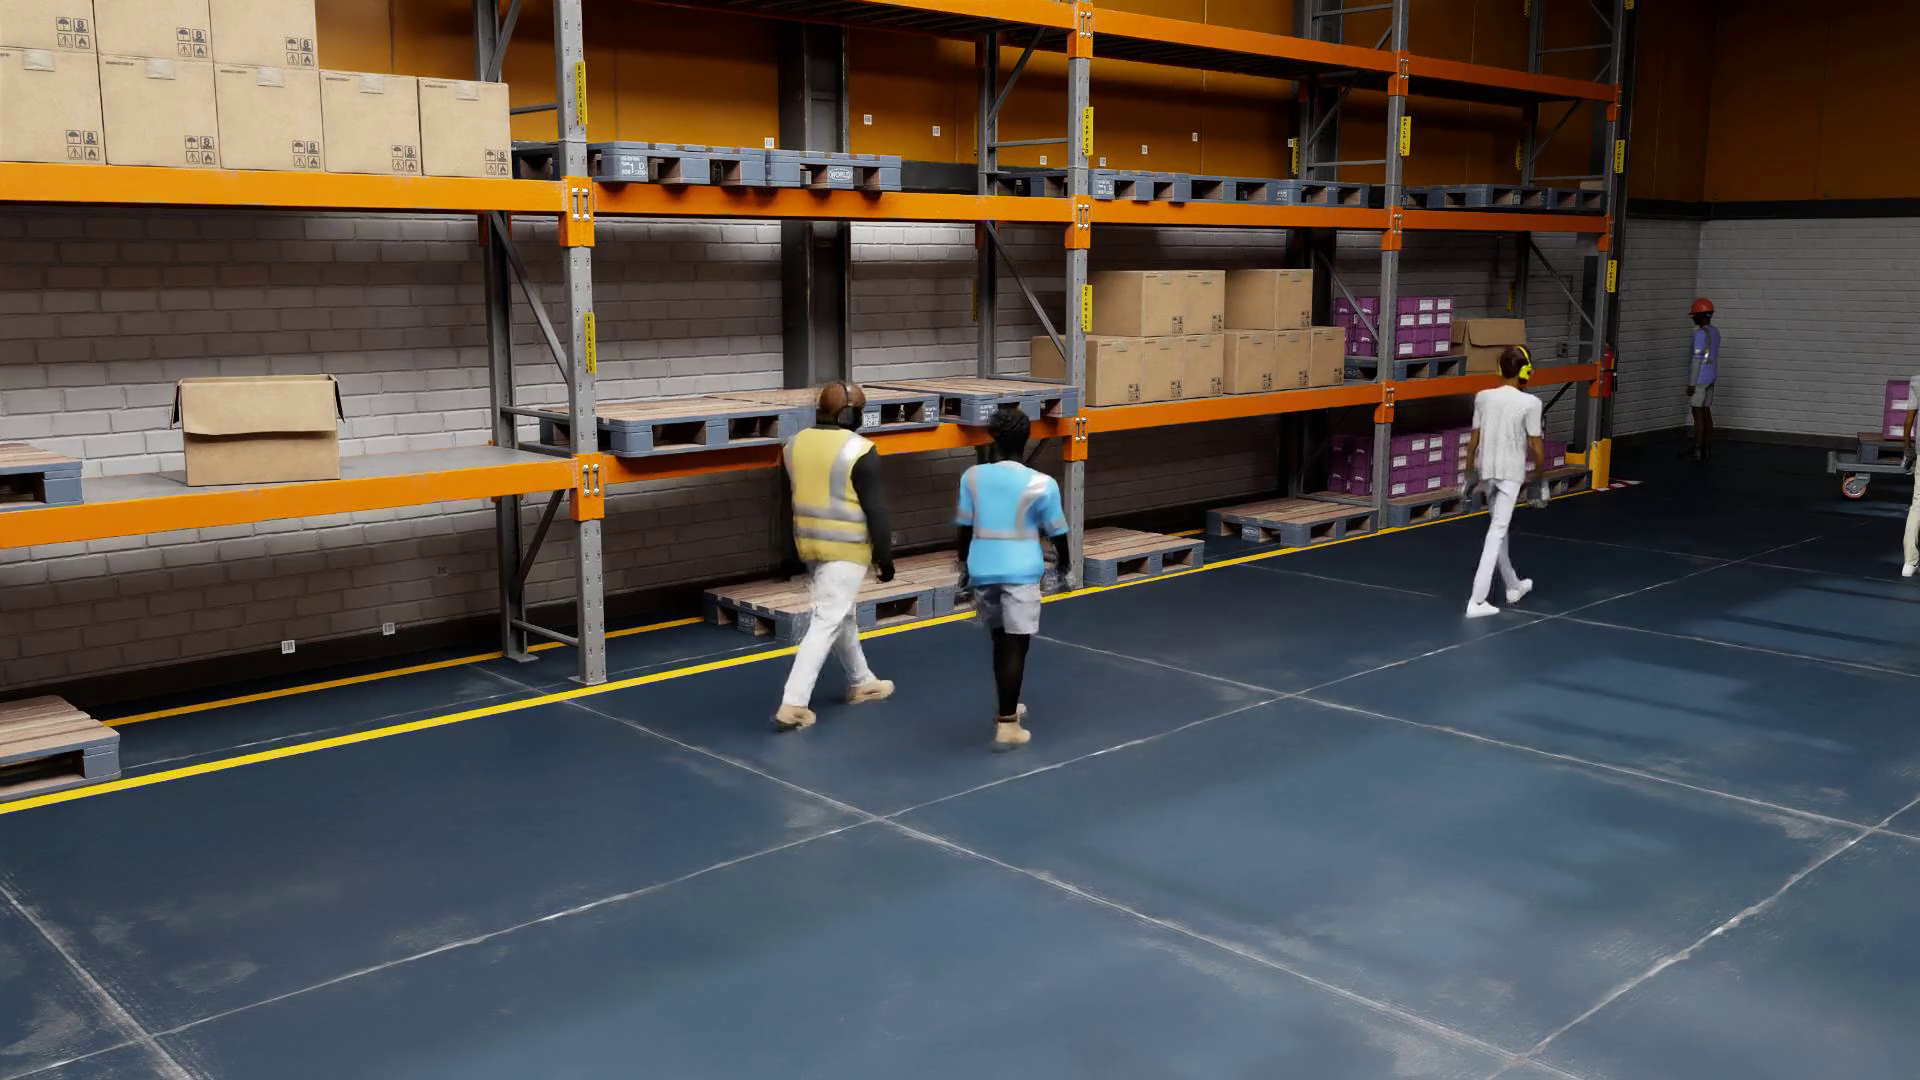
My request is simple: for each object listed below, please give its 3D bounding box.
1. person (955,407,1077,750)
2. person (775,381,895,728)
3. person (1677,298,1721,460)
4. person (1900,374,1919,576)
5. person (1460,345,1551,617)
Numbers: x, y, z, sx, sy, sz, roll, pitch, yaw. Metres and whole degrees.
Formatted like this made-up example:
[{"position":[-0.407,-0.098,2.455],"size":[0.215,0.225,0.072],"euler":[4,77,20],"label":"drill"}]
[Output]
[{"position":[0.293,0.174,8.339],"size":[0.551,1.674,0.669],"euler":[6,11,31],"label":"person"},{"position":[-0.670,0.061,8.730],"size":[0.632,1.793,0.976],"euler":[8,13,40],"label":"person"},{"position":[8.855,-1.921,19.922],"size":[0.380,1.929,0.543],"euler":[9,13,43],"label":"person"},{"position":[7.378,-0.628,12.526],"size":[0.313,1.866,0.538],"euler":[-7,12,-35],"label":"person"},{"position":[3.775,-0.410,11.369],"size":[0.946,1.821,0.541],"euler":[-7,12,-36],"label":"person"}]
